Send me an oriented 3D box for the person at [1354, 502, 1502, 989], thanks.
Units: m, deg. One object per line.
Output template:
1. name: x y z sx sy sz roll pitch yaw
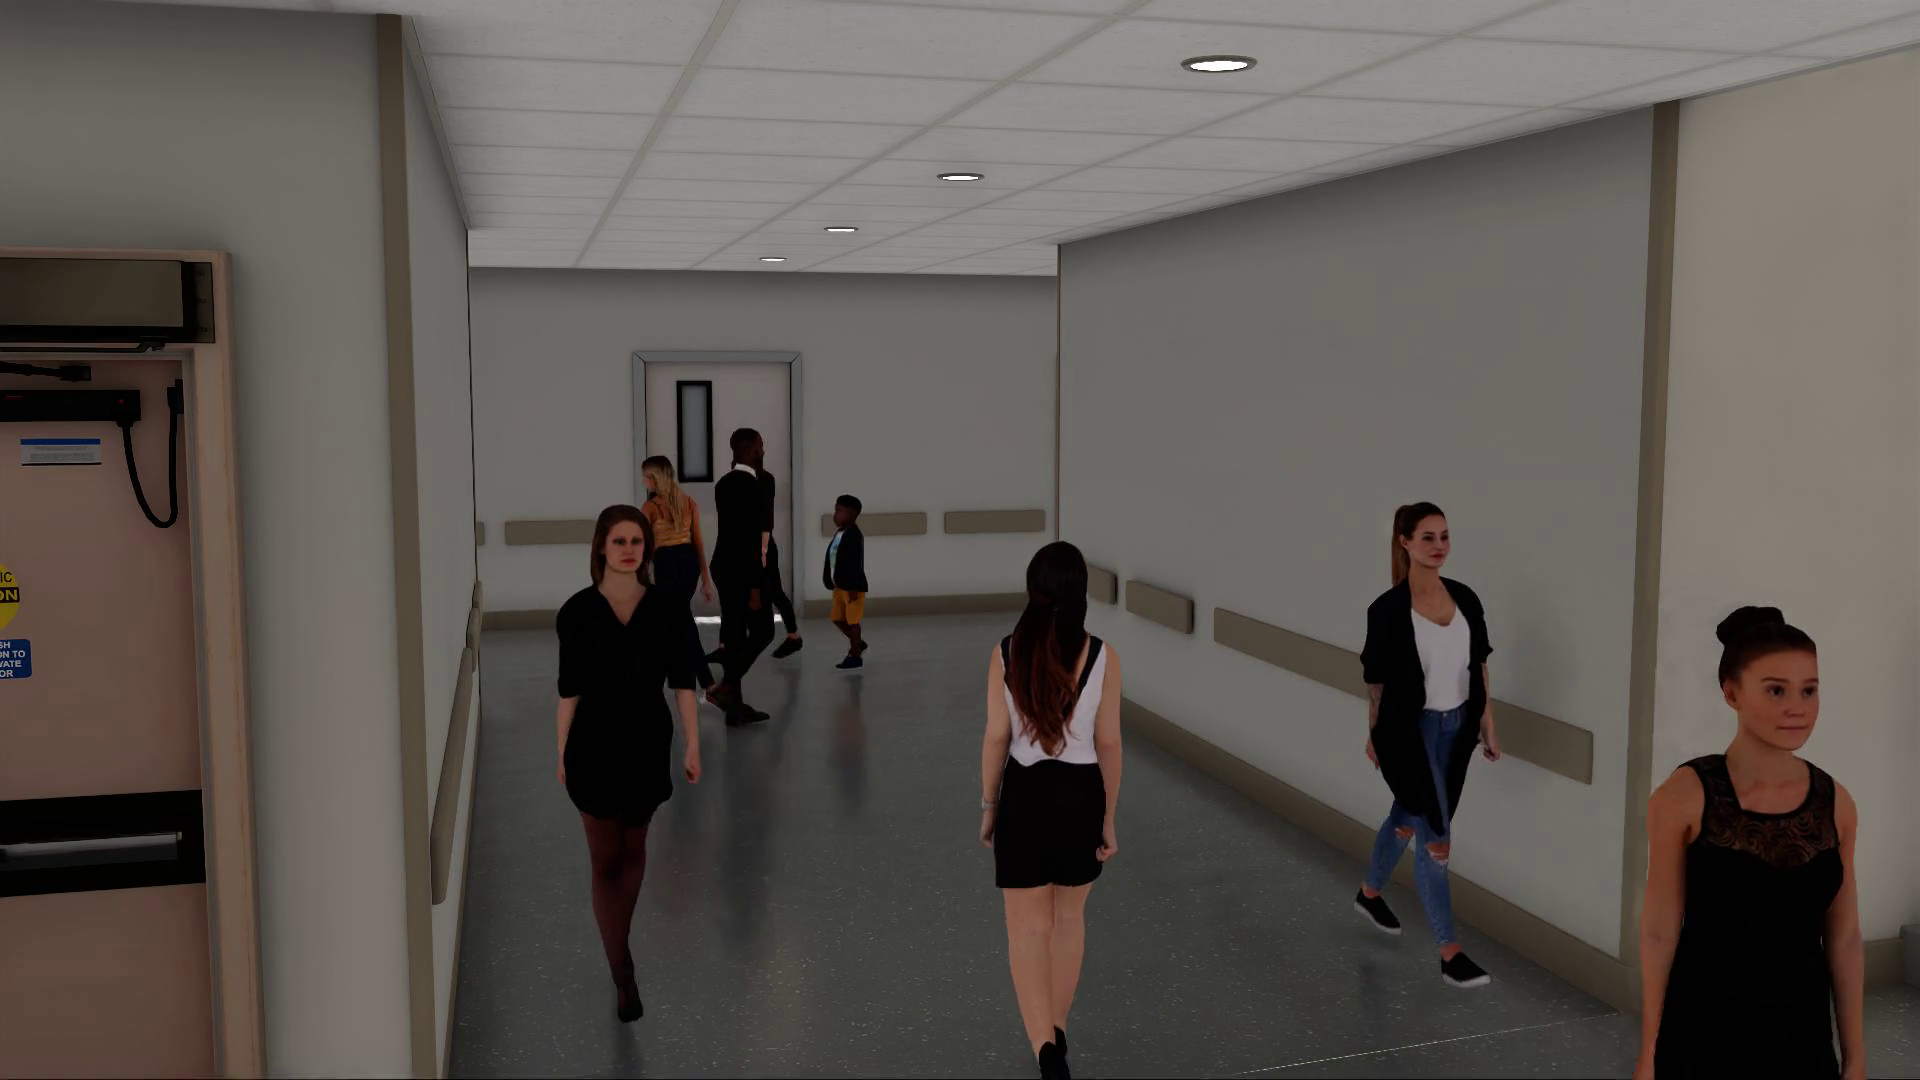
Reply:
1. person: 1.626 0.713 6.002 1.091 1.635 0.752 -2 6 -20

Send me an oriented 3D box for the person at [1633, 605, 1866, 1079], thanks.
1. person: 1.532 0.963 3.350 0.577 1.668 0.680 0 6 -5

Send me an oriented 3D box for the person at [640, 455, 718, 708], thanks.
1. person: -1.733 0.297 10.417 1.116 1.580 1.029 -5 7 -38

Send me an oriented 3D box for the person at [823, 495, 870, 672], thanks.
1. person: -0.736 0.303 11.949 0.657 1.262 0.601 -4 7 -32

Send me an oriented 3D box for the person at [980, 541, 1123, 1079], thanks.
1. person: 0.262 0.847 4.752 1.028 1.619 0.797 0 6 -2

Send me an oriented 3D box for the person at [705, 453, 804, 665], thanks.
1. person: -1.419 0.083 12.100 1.045 1.668 1.228 5 8 41

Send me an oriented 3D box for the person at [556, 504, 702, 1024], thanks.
1. person: -1.164 0.730 5.658 0.978 1.670 0.741 -2 6 -21

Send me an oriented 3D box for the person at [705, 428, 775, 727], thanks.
1. person: -1.410 0.236 9.971 0.836 1.791 0.774 -4 7 -37
